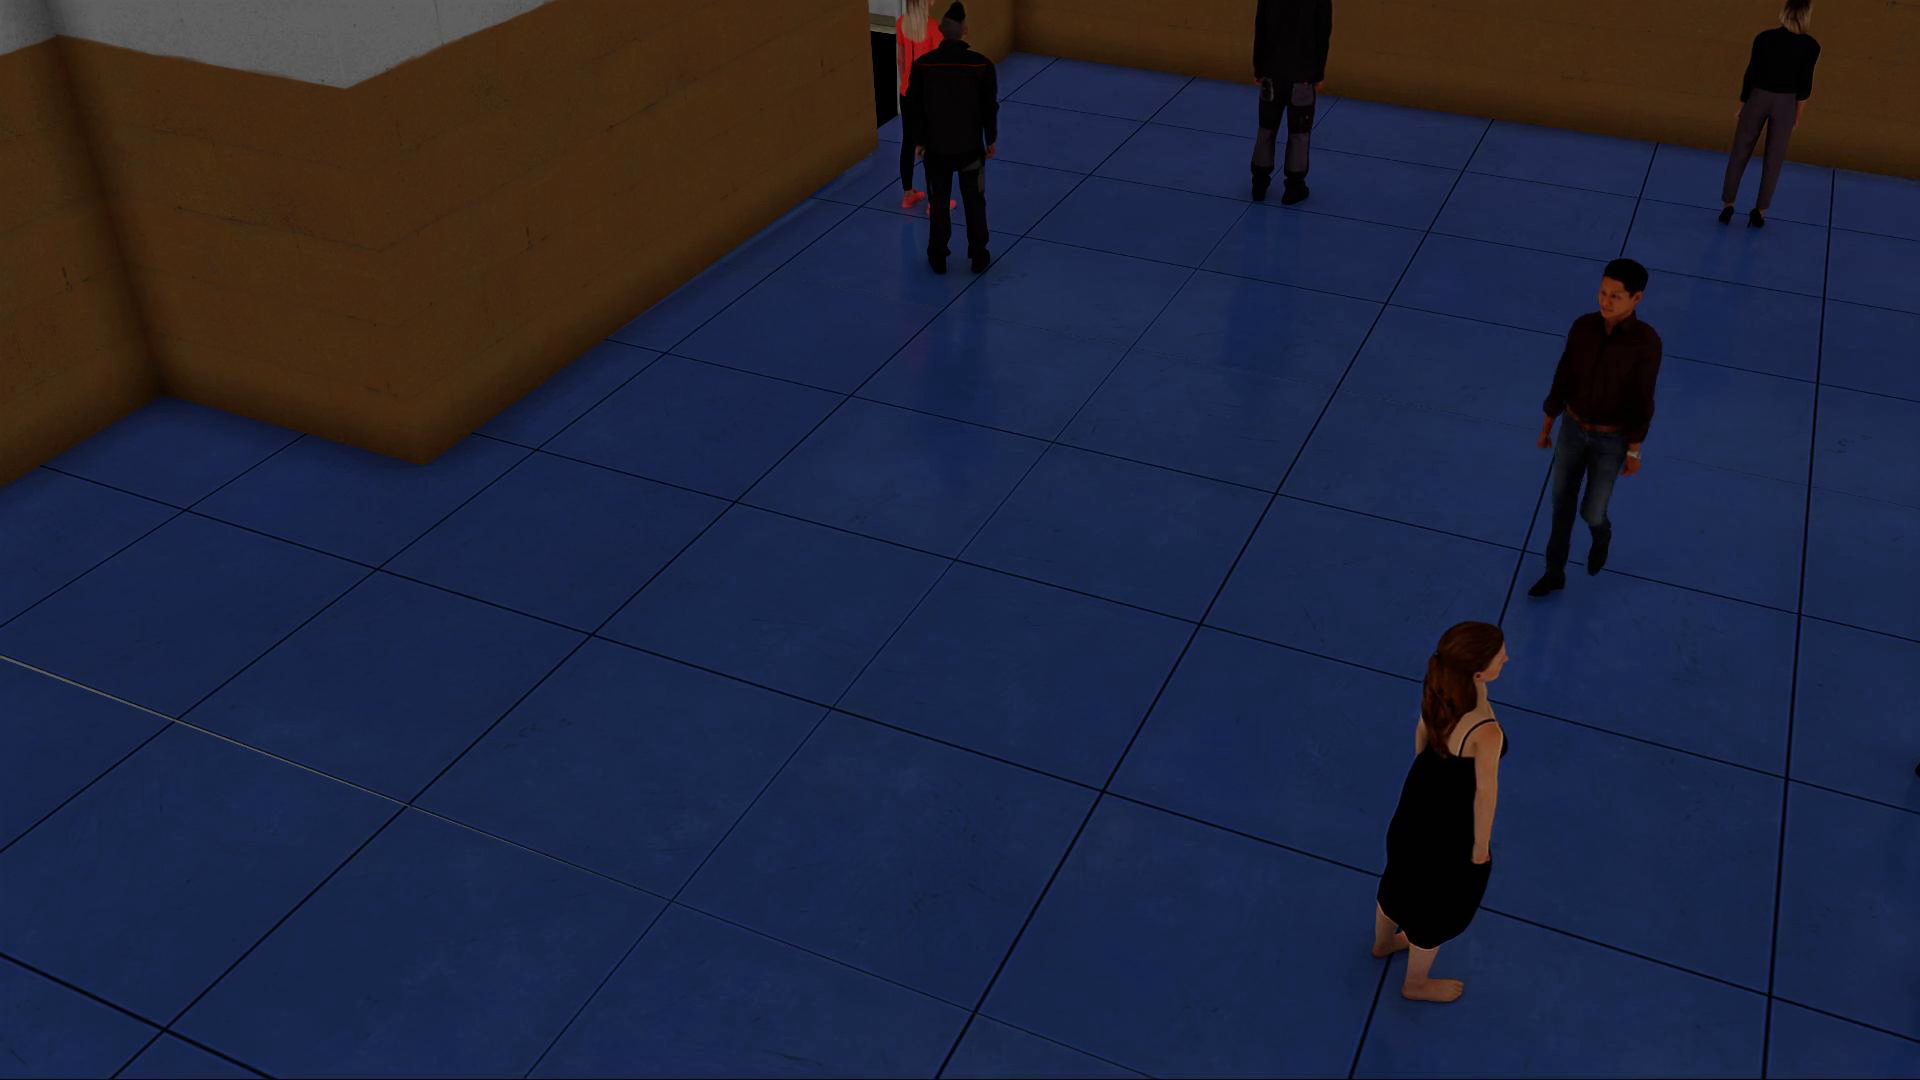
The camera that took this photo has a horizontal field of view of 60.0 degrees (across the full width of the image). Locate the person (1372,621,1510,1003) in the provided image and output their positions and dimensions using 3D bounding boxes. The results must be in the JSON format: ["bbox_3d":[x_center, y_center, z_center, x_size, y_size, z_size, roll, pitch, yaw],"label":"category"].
[{"bbox_3d":[1.704,0.953,5.895,0.735,1.624,0.681,-9,35,-14],"label":"person"}]

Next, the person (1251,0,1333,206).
[{"bbox_3d":[2.414,-3.437,12.204,0.520,1.946,0.757,13,36,19],"label":"person"}]

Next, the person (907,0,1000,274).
[{"bbox_3d":[-0.031,-2.686,11.133,0.701,1.859,0.900,2,34,4],"label":"person"}]

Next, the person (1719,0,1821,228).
[{"bbox_3d":[5.764,-3.045,11.864,0.486,1.670,0.668,17,37,23],"label":"person"}]

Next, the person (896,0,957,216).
[{"bbox_3d":[-0.274,-3.226,12.115,0.541,1.693,0.704,24,40,31],"label":"person"}]

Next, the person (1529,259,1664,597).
[{"bbox_3d":[3.091,-0.531,7.993,0.887,1.772,0.842,-27,42,-35],"label":"person"}]
